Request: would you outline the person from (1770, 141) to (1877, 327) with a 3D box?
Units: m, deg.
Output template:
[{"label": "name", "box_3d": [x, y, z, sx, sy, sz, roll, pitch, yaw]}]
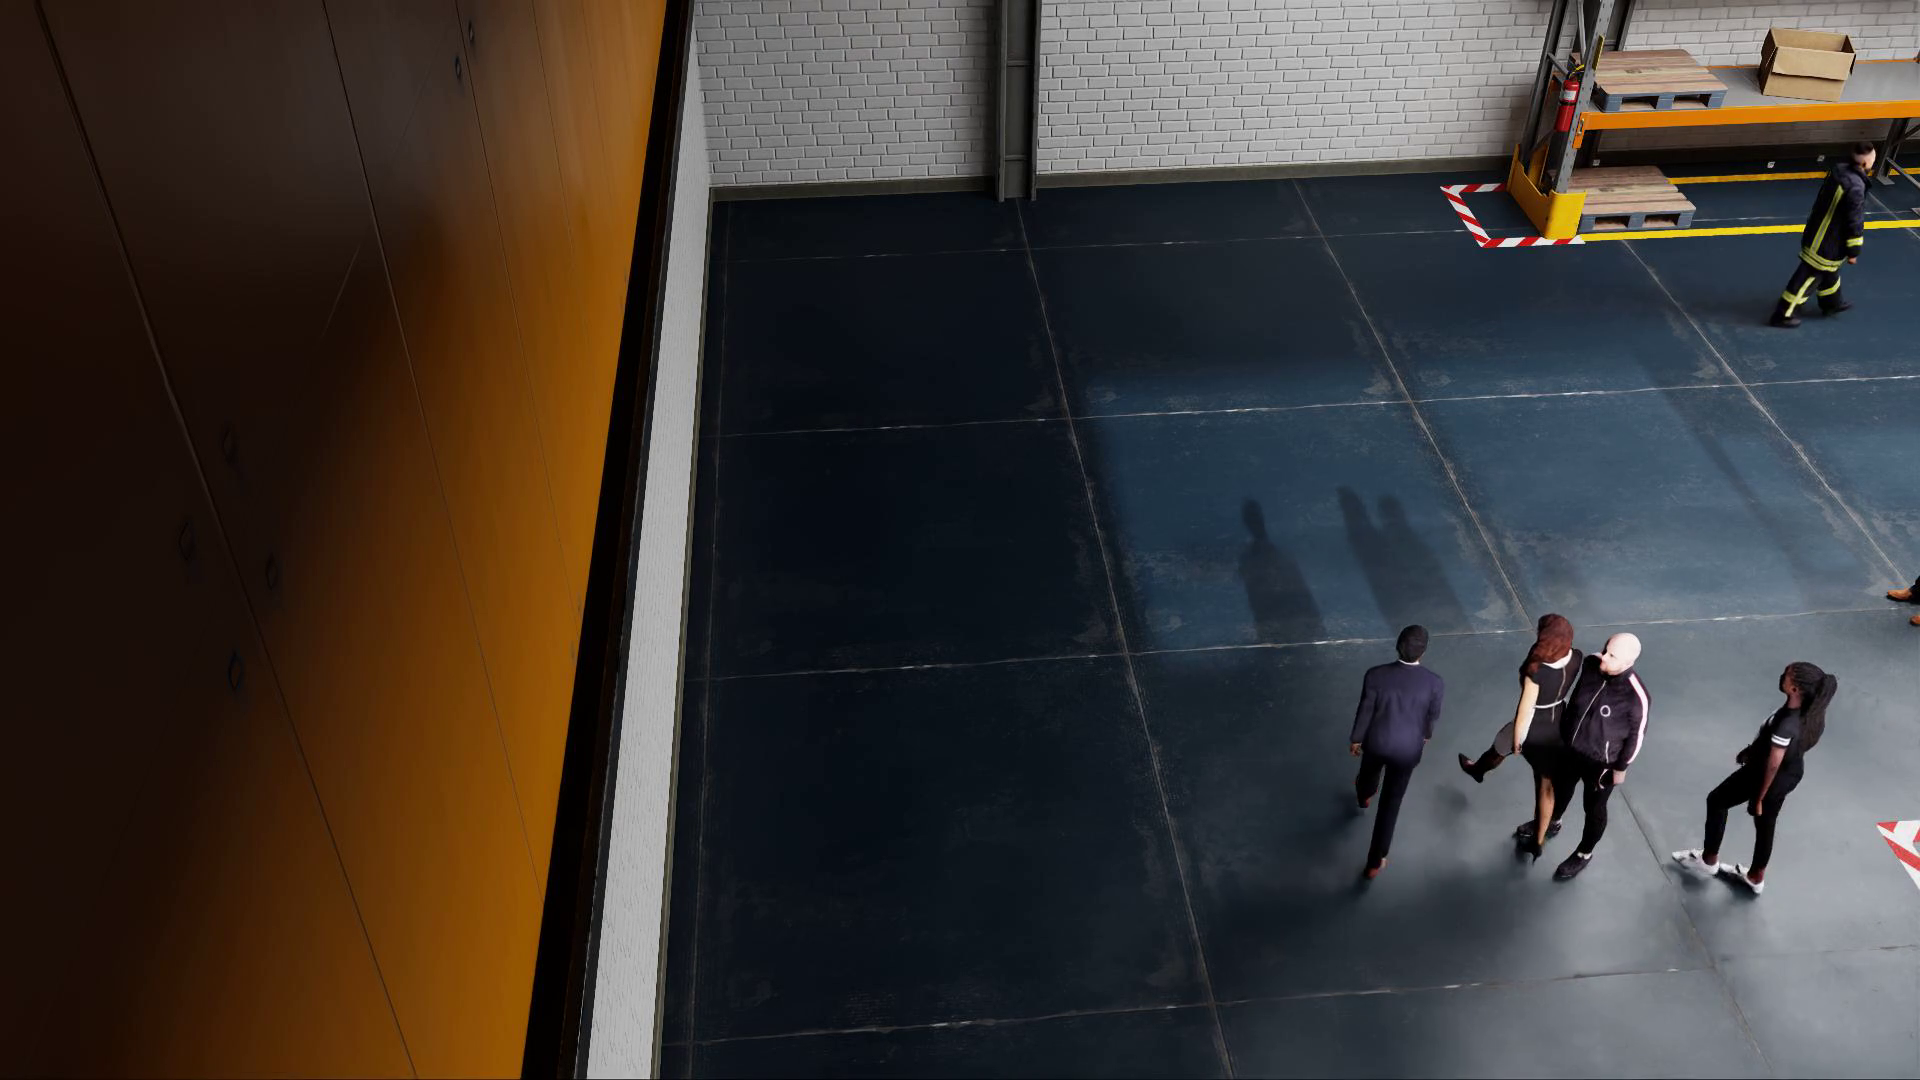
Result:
[{"label": "person", "box_3d": [7.727, -2.737, 14.927, 1.076, 1.839, 0.881, 2, 39, 3]}]

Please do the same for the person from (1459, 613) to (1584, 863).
[{"label": "person", "box_3d": [3.531, 1.230, 10.027, 1.121, 1.757, 0.843, -11, 40, -13]}]

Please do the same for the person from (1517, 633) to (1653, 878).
[{"label": "person", "box_3d": [3.791, 1.251, 9.938, 0.698, 1.834, 0.754, -15, 41, -18]}]

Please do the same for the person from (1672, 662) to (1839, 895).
[{"label": "person", "box_3d": [4.838, 1.450, 9.785, 0.887, 1.714, 0.838, 31, 48, 33]}]

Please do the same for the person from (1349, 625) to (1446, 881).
[{"label": "person", "box_3d": [2.608, 1.296, 10.006, 1.135, 1.678, 0.961, 11, 40, 14]}]
